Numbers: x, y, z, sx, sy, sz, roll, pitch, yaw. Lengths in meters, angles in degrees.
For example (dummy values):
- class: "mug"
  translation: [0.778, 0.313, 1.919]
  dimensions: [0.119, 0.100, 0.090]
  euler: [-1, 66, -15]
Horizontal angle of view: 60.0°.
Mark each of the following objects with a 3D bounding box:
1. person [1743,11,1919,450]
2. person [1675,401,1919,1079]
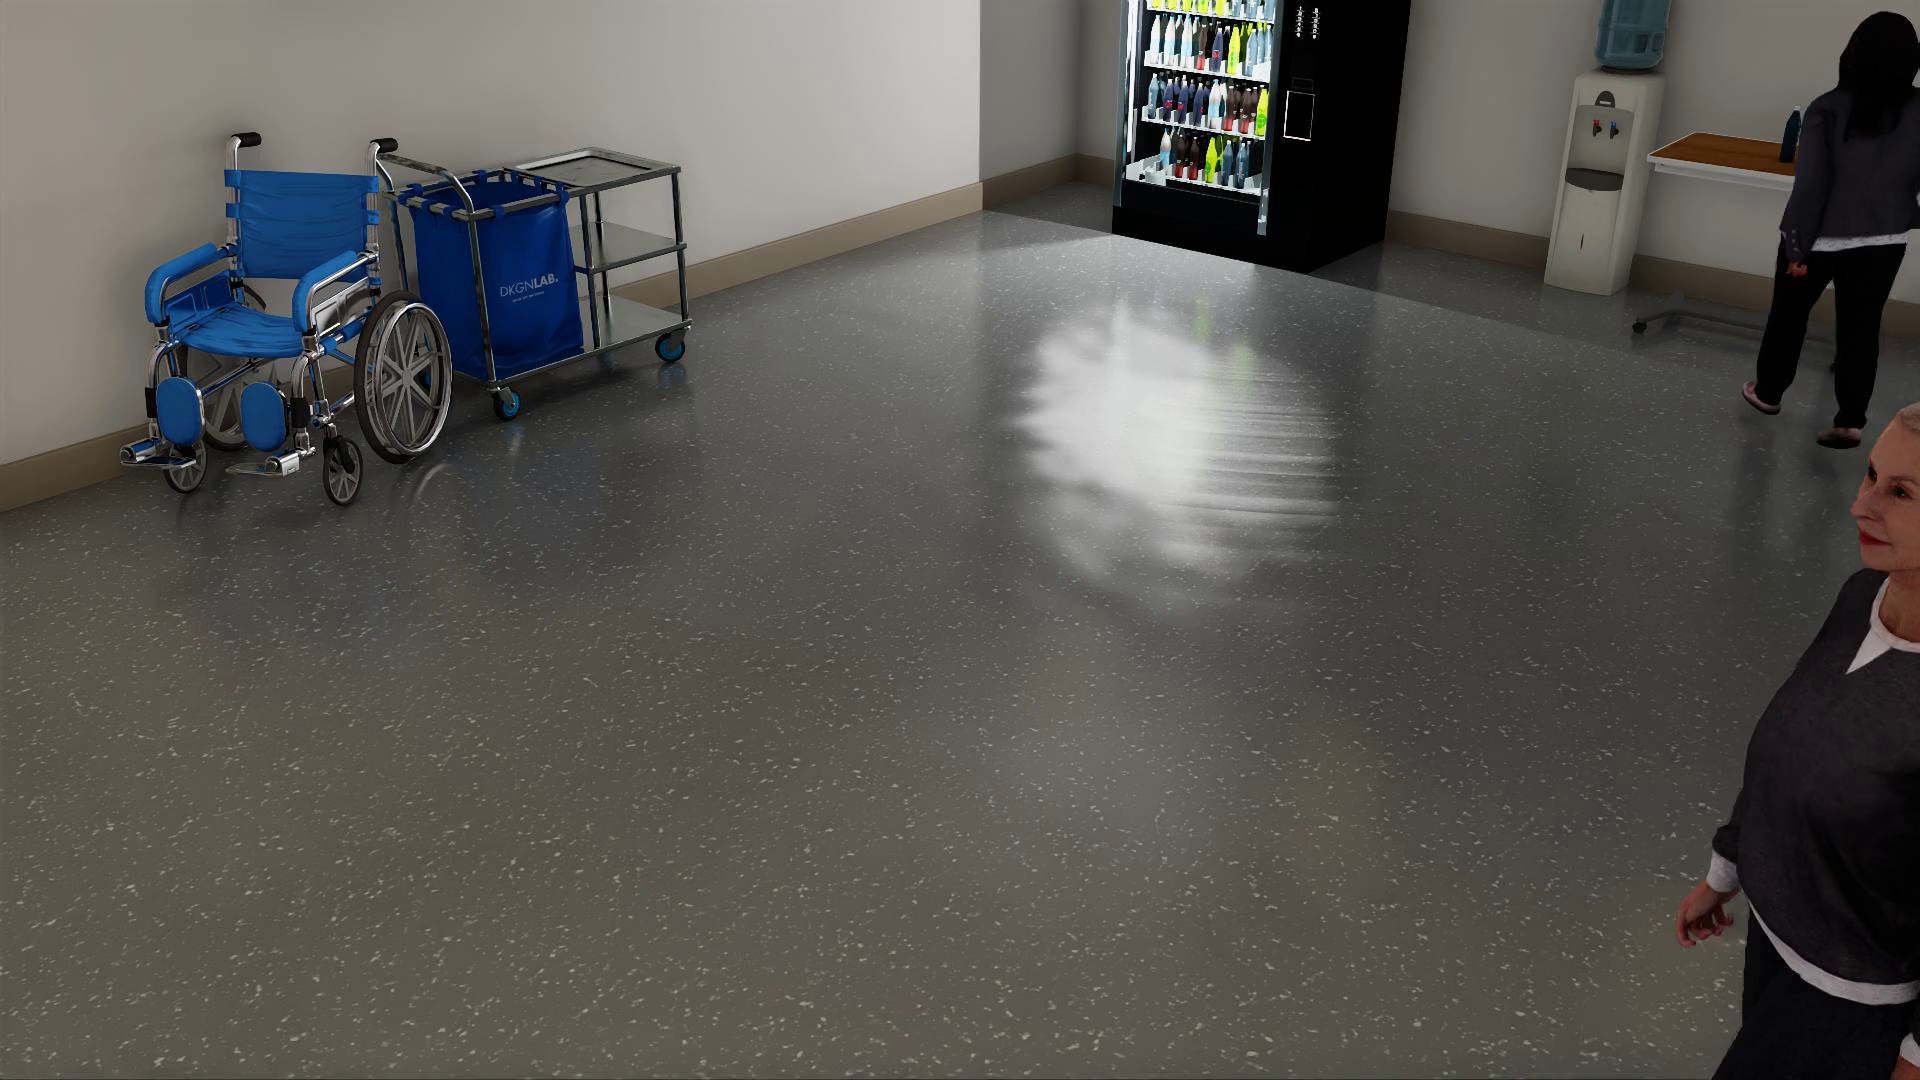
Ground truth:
- class: "person"
  translation: [3.282, -1.086, 6.098]
  dimensions: [1.065, 1.574, 1.030]
  euler: [4, 26, 8]
- class: "person"
  translation: [1.385, 0.590, 2.460]
  dimensions: [0.767, 1.714, 0.729]
  euler: [2, 26, 4]
